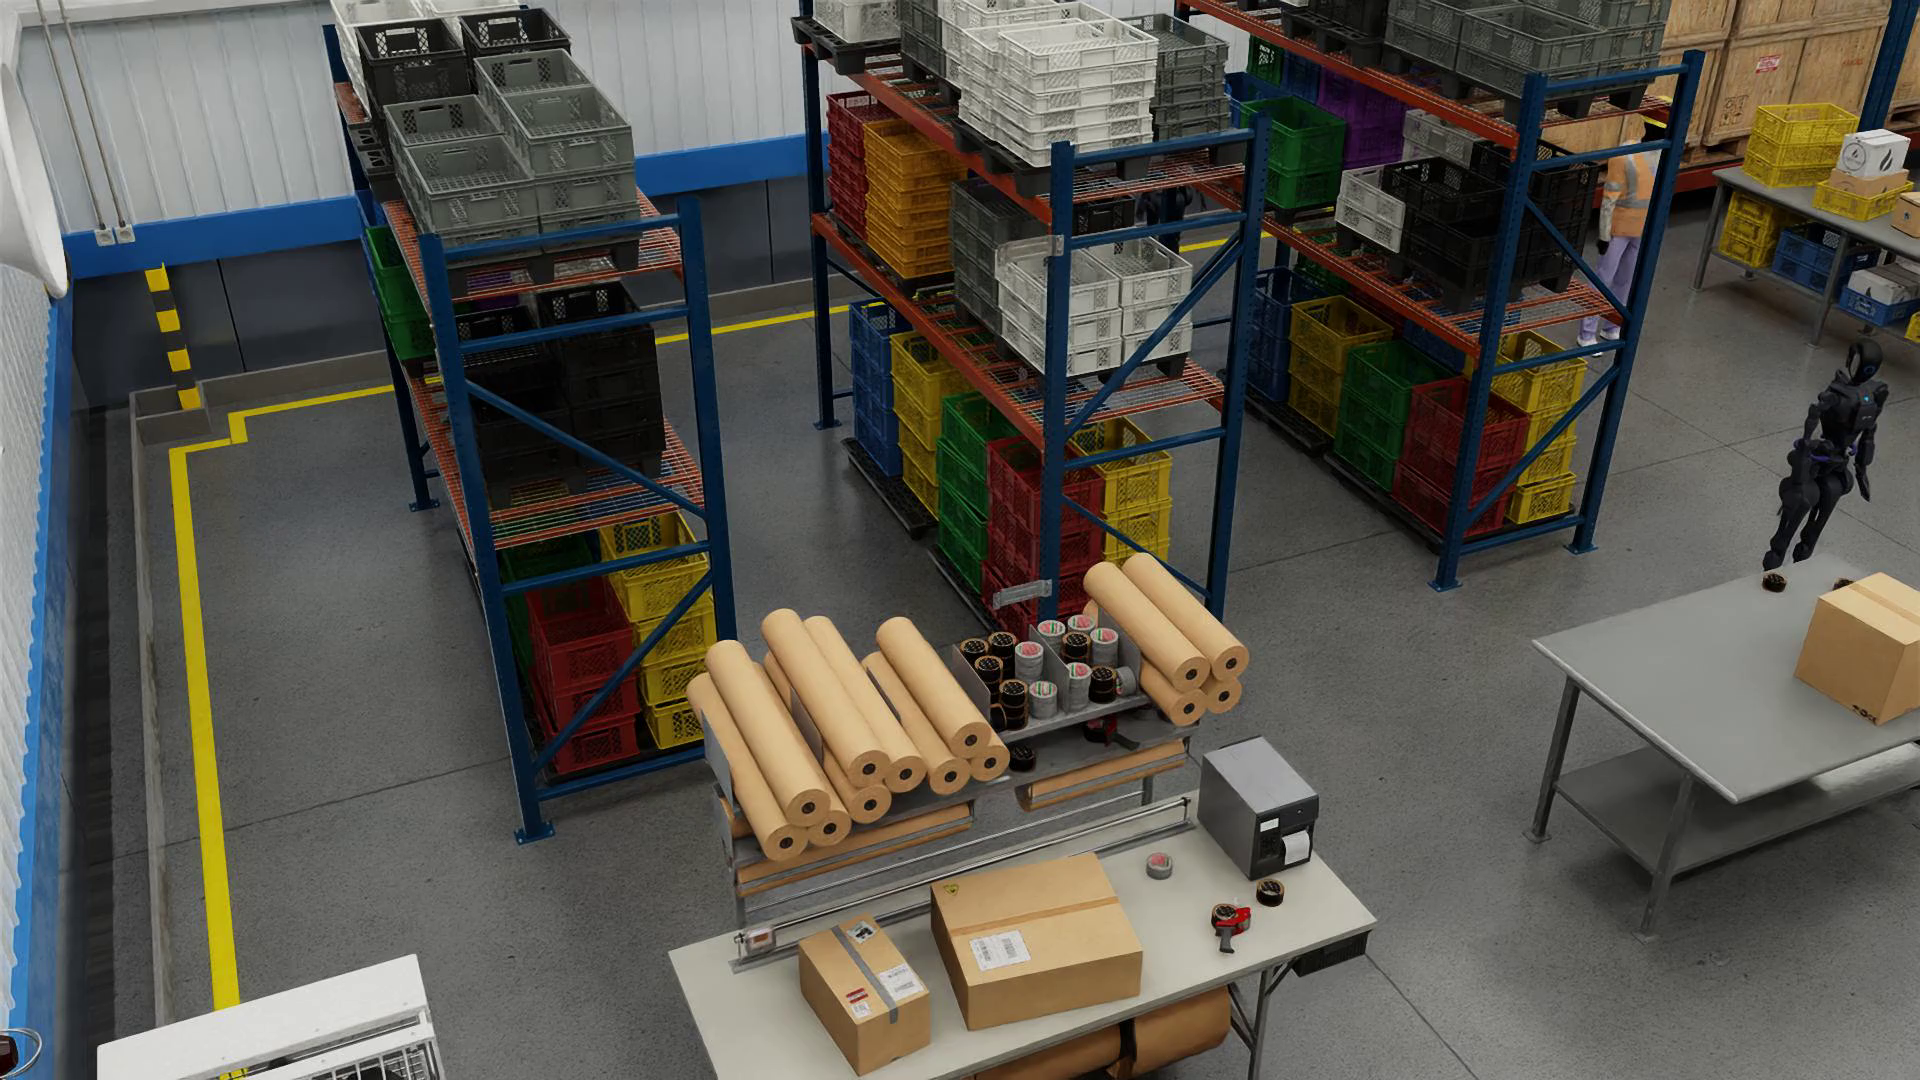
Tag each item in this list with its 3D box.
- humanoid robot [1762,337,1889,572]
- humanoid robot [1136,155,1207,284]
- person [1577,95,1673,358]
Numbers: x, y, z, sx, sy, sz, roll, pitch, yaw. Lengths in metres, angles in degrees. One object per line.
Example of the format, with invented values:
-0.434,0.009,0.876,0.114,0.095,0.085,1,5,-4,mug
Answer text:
4.783,-0.354,9.190,0.603,1.654,0.318,-12,34,-19,humanoid robot
1.658,-2.761,13.097,0.603,1.657,0.318,-12,34,-19,humanoid robot
4.887,-2.280,12.092,0.586,1.928,0.377,-12,34,-19,person
